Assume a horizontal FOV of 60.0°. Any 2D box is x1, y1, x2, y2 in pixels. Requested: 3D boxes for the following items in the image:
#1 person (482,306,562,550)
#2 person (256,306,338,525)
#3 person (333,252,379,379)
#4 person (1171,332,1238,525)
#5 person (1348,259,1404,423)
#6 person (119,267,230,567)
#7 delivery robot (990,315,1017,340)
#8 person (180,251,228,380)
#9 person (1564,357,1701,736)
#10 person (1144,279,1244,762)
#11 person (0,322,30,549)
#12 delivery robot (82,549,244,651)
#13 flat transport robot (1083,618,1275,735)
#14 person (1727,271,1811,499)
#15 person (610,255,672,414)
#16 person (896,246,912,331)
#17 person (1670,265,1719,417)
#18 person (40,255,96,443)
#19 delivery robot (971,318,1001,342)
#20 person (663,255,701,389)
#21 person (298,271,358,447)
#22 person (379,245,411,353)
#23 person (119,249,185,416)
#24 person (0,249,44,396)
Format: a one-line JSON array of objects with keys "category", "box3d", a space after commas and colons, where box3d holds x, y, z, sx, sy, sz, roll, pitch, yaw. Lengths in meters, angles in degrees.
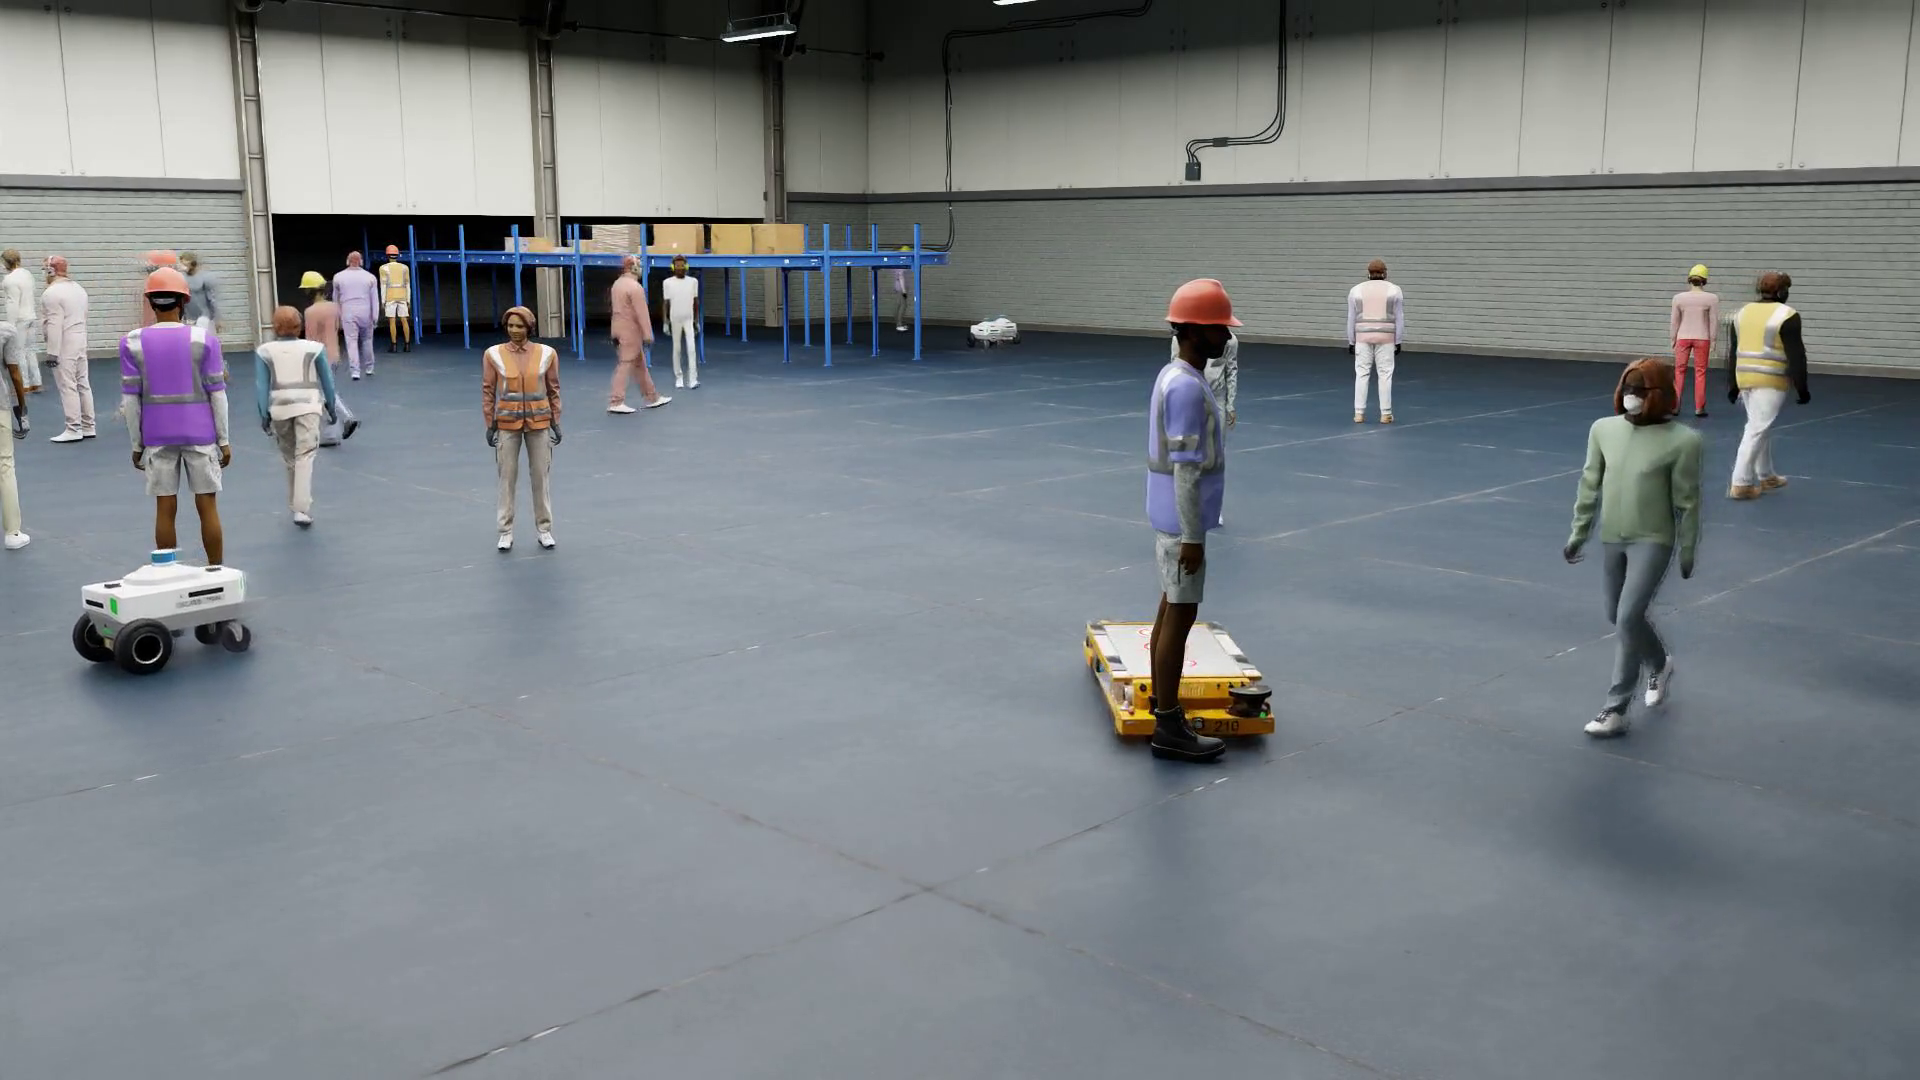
[{"category": "person", "box3d": [-2.953, -0.757, 11.257, 0.517, 1.636, 0.314, -3, 11, -18]}, {"category": "person", "box3d": [-4.907, -0.927, 12.310, 0.509, 1.592, 0.896, -1, 10, -5]}, {"category": "person", "box3d": [-8.979, -3.340, 24.748, 0.643, 1.857, 0.988, -4, 11, -21]}, {"category": "person", "box3d": [1.774, -0.977, 12.173, 0.492, 1.740, 0.325, 2, 11, 11]}, {"category": "person", "box3d": [4.711, -2.256, 18.881, 0.626, 1.842, 0.429, 4, 11, 19]}, {"category": "person", "box3d": [-4.480, -0.590, 9.555, 0.543, 1.928, 0.372, -3, 11, -16]}, {"category": "delivery robot", "box3d": [0.841, -4.182, 32.749, 0.477, 0.478, 0.707, -4, 11, -21]}, {"category": "person", "box3d": [-10.615, -3.107, 23.364, 0.663, 1.907, 0.813, 4, 11, 20]}, {"category": "person", "box3d": [2.961, 0.002, 7.209, 0.744, 1.605, 0.496, -7, 12, -33]}, {"category": "person", "box3d": [0.949, -0.089, 6.796, 0.371, 1.935, 0.551, 1, 10, 3]}, {"category": "person", "box3d": [-6.599, -0.868, 11.264, 0.516, 1.865, 0.329, -3, 11, -14]}, {"category": "delivery robot", "box3d": [-3.991, 0.290, 8.360, 0.477, 0.478, 0.707, 8, 13, 37]}, {"category": "flat transport robot", "box3d": [0.973, 0.604, 7.678, 0.652, 0.197, 1.431, 0, 10, -2]}, {"category": "person", "box3d": [6.591, -1.251, 13.454, 0.866, 1.812, 0.620, -3, 11, -17]}, {"category": "person", "box3d": [-3.839, -2.468, 19.964, 0.948, 1.862, 0.684, -6, 12, -31]}, {"category": "person", "box3d": [-1.235, -5.585, 36.933, 0.488, 1.875, 0.699, 2, 11, 10]}, {"category": "person", "box3d": [8.608, -2.337, 19.520, 0.526, 1.768, 0.315, 7, 12, 33]}, {"category": "person", "box3d": [-9.233, -1.969, 17.139, 0.403, 1.904, 0.652, 0, 10, 0]}, {"category": "delivery robot", "box3d": [0.491, -3.955, 31.507, 0.477, 0.478, 0.707, -5, 12, -26]}, {"category": "person", "box3d": [-3.824, -2.994, 22.929, 0.542, 1.825, 0.917, -3, 11, -18]}, {"category": "person", "box3d": [-6.391, -1.813, 16.679, 0.406, 1.750, 0.538, 1, 10, 8]}, {"category": "person", "box3d": [-10.265, -4.384, 30.214, 0.550, 1.935, 0.375, -8, 13, -37]}, {"category": "person", "box3d": [-8.823, -2.218, 18.356, 0.939, 1.970, 0.611, -6, 12, -30]}, {"category": "person", "box3d": [-12.581, -2.891, 22.154, 0.455, 1.925, 0.679, -1, 10, -8]}]
